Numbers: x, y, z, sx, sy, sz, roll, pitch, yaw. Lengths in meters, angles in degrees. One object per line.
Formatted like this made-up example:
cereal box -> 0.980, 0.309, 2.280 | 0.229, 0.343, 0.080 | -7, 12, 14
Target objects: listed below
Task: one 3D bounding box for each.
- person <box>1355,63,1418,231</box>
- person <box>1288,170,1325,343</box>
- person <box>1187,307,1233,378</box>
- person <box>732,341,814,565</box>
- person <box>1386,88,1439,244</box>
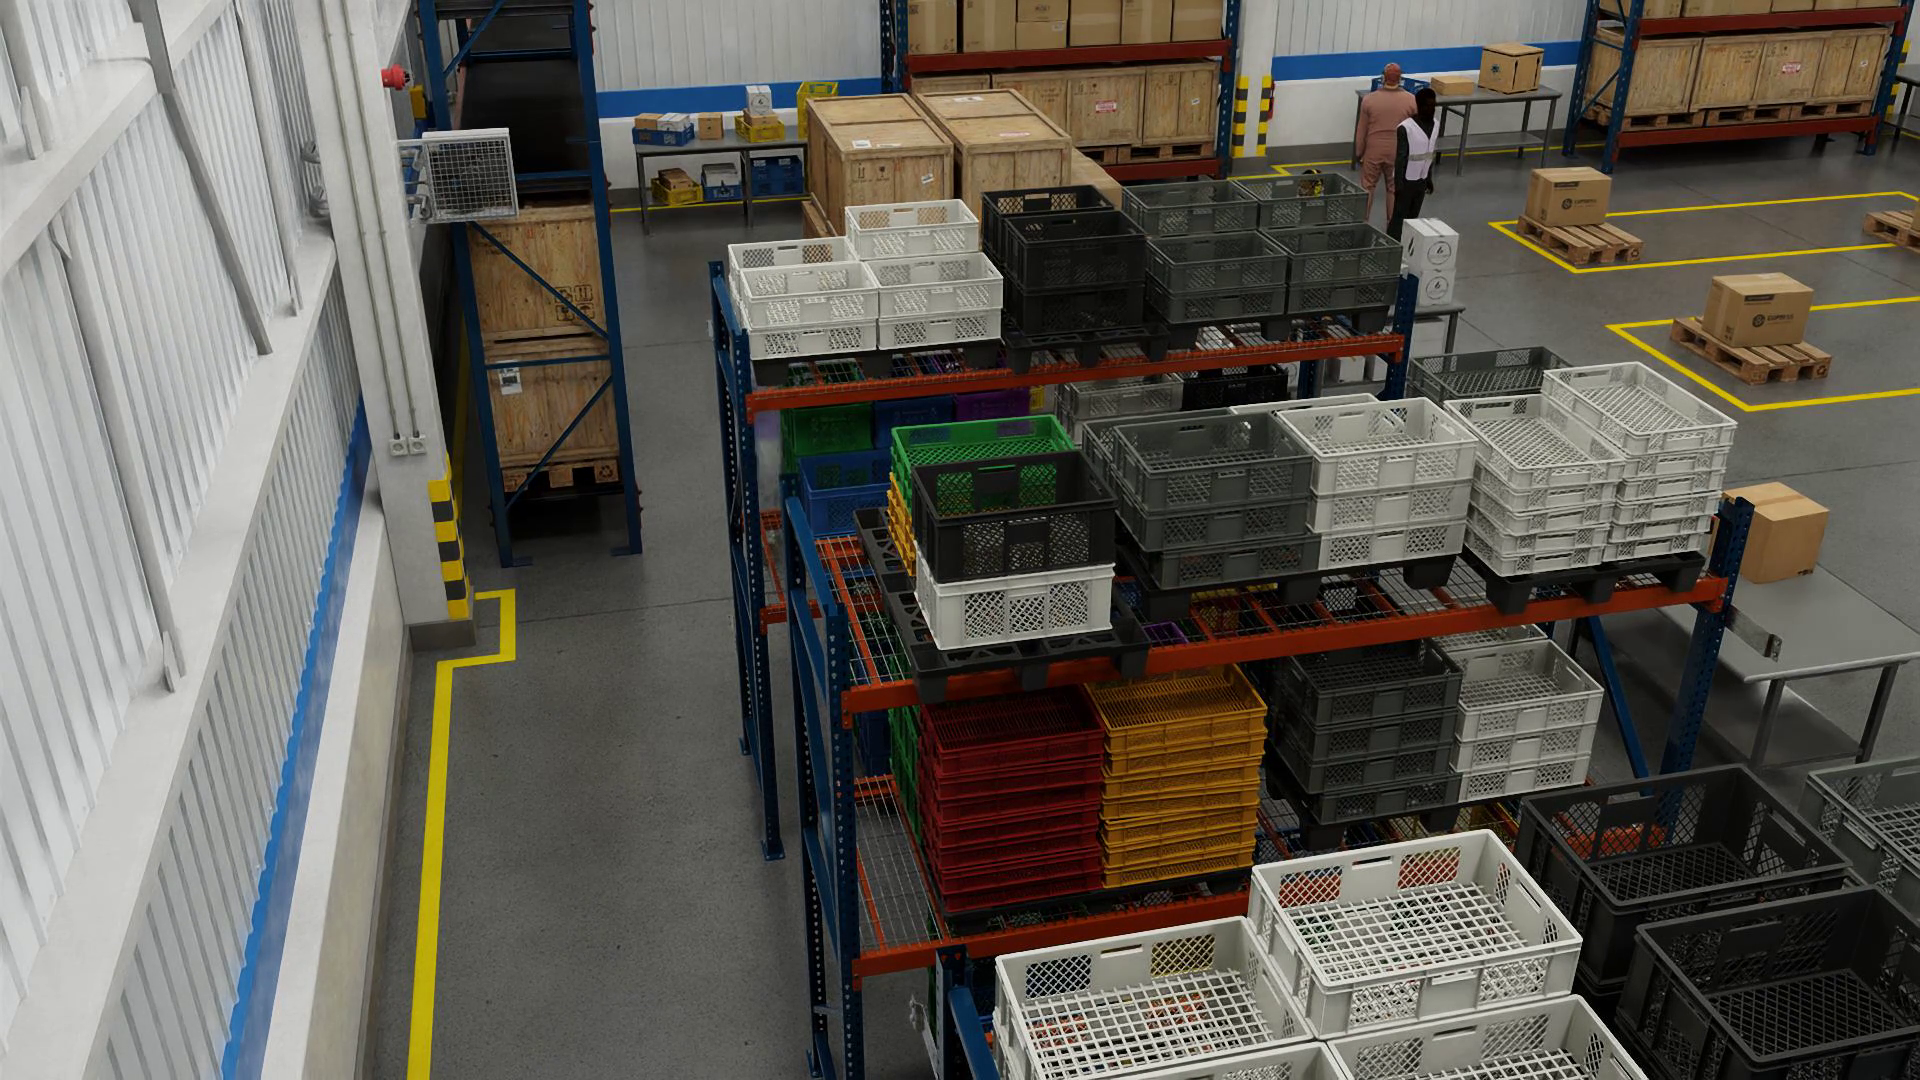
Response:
person -> 4.721, -4.337, 18.518 | 0.651, 1.900, 0.399 | 4, 28, 7
person -> 3.080, -2.386, 14.841 | 0.329, 1.871, 0.513 | -16, 32, -27
person -> 1.938, -1.364, 12.888 | 0.356, 1.885, 0.574 | 0, 28, -1
person -> -1.256, -0.755, 11.739 | 0.813, 1.897, 0.361 | -24, 36, -38
person -> 4.734, -3.766, 17.406 | 0.587, 1.920, 0.390 | -21, 34, -34
